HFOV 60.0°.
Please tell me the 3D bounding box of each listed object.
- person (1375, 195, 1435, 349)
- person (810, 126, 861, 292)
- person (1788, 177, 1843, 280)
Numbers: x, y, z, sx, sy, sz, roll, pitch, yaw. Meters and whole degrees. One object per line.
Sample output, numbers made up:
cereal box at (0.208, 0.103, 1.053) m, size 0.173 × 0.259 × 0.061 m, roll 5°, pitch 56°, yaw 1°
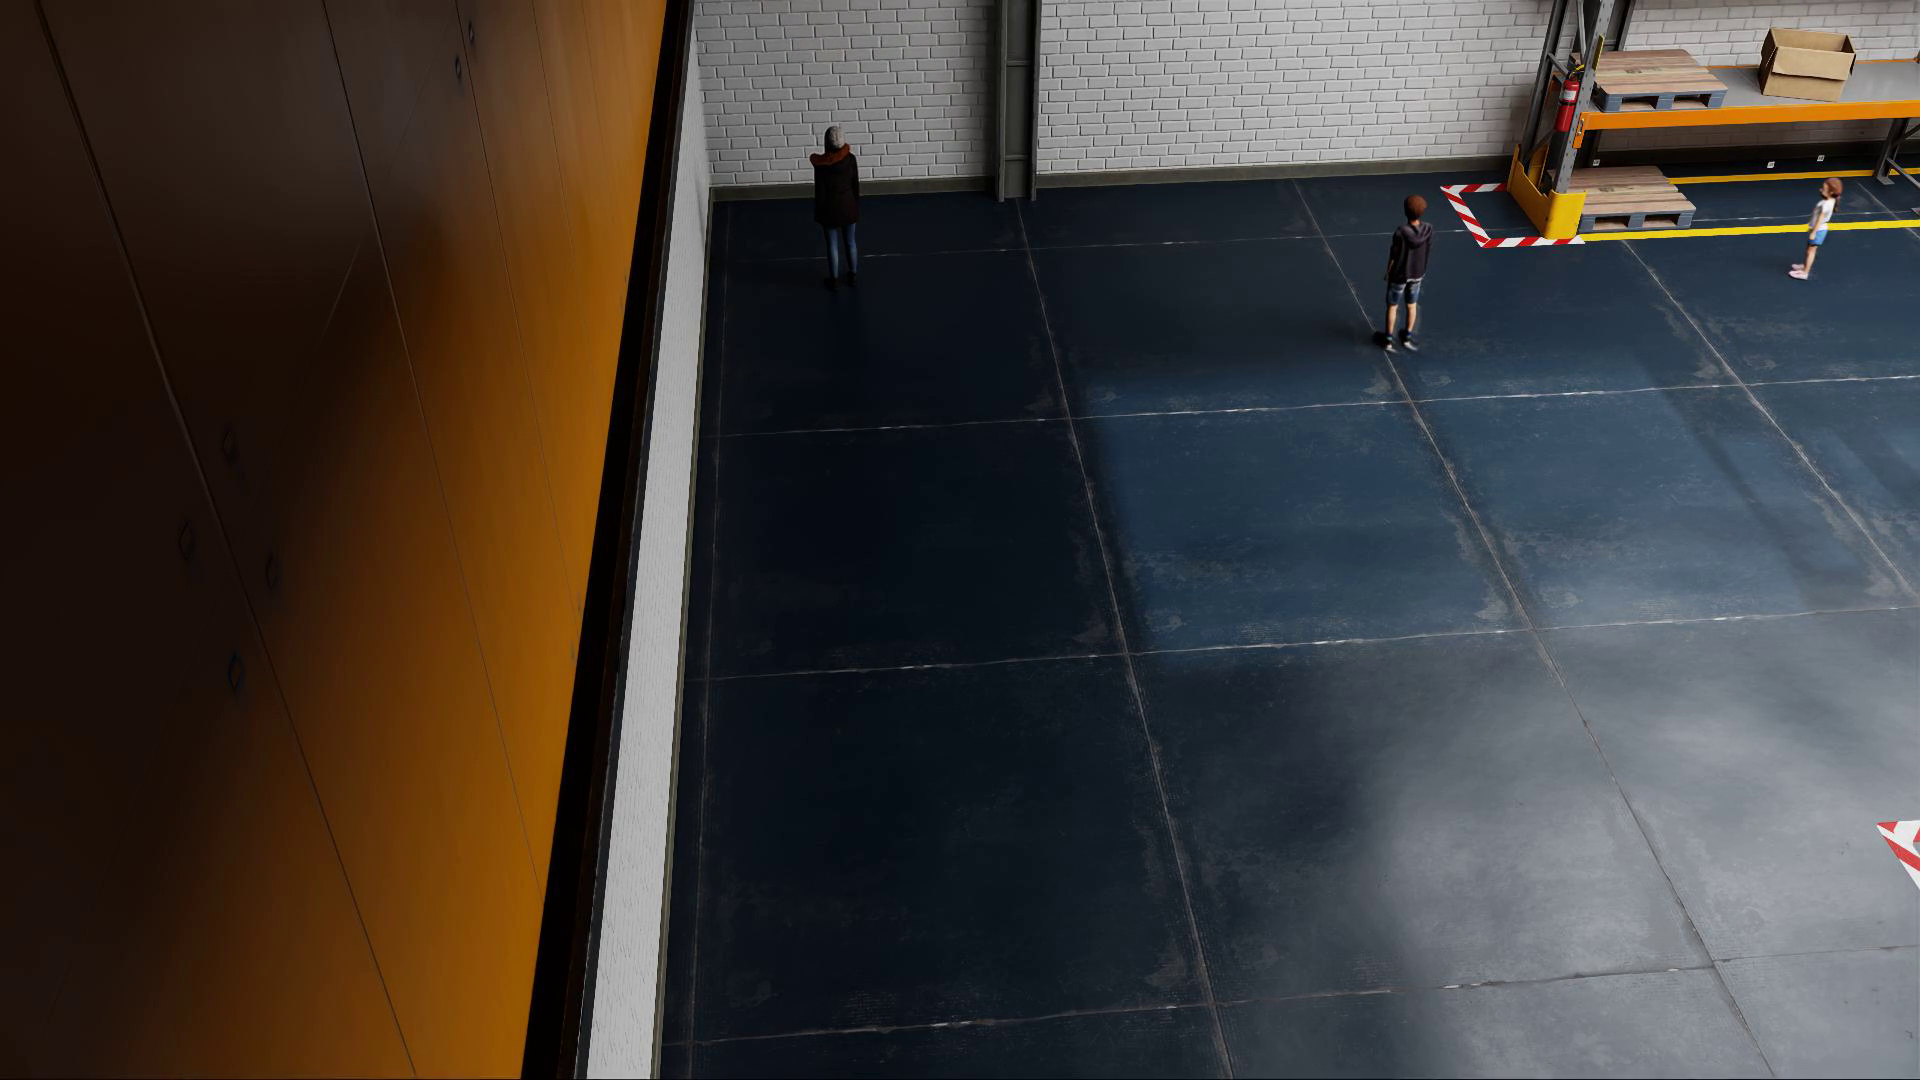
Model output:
person at (3.969, -2.395, 14.813) m, size 0.464 × 1.448 × 0.610 m, roll -6°, pitch 39°, yaw -8°
person at (-1.143, -3.110, 15.558) m, size 0.657 × 1.634 × 0.769 m, roll -15°, pitch 41°, yaw -18°
person at (8.210, -2.990, 15.901) m, size 0.535 × 1.019 × 0.491 m, roll 20°, pitch 43°, yaw 23°
